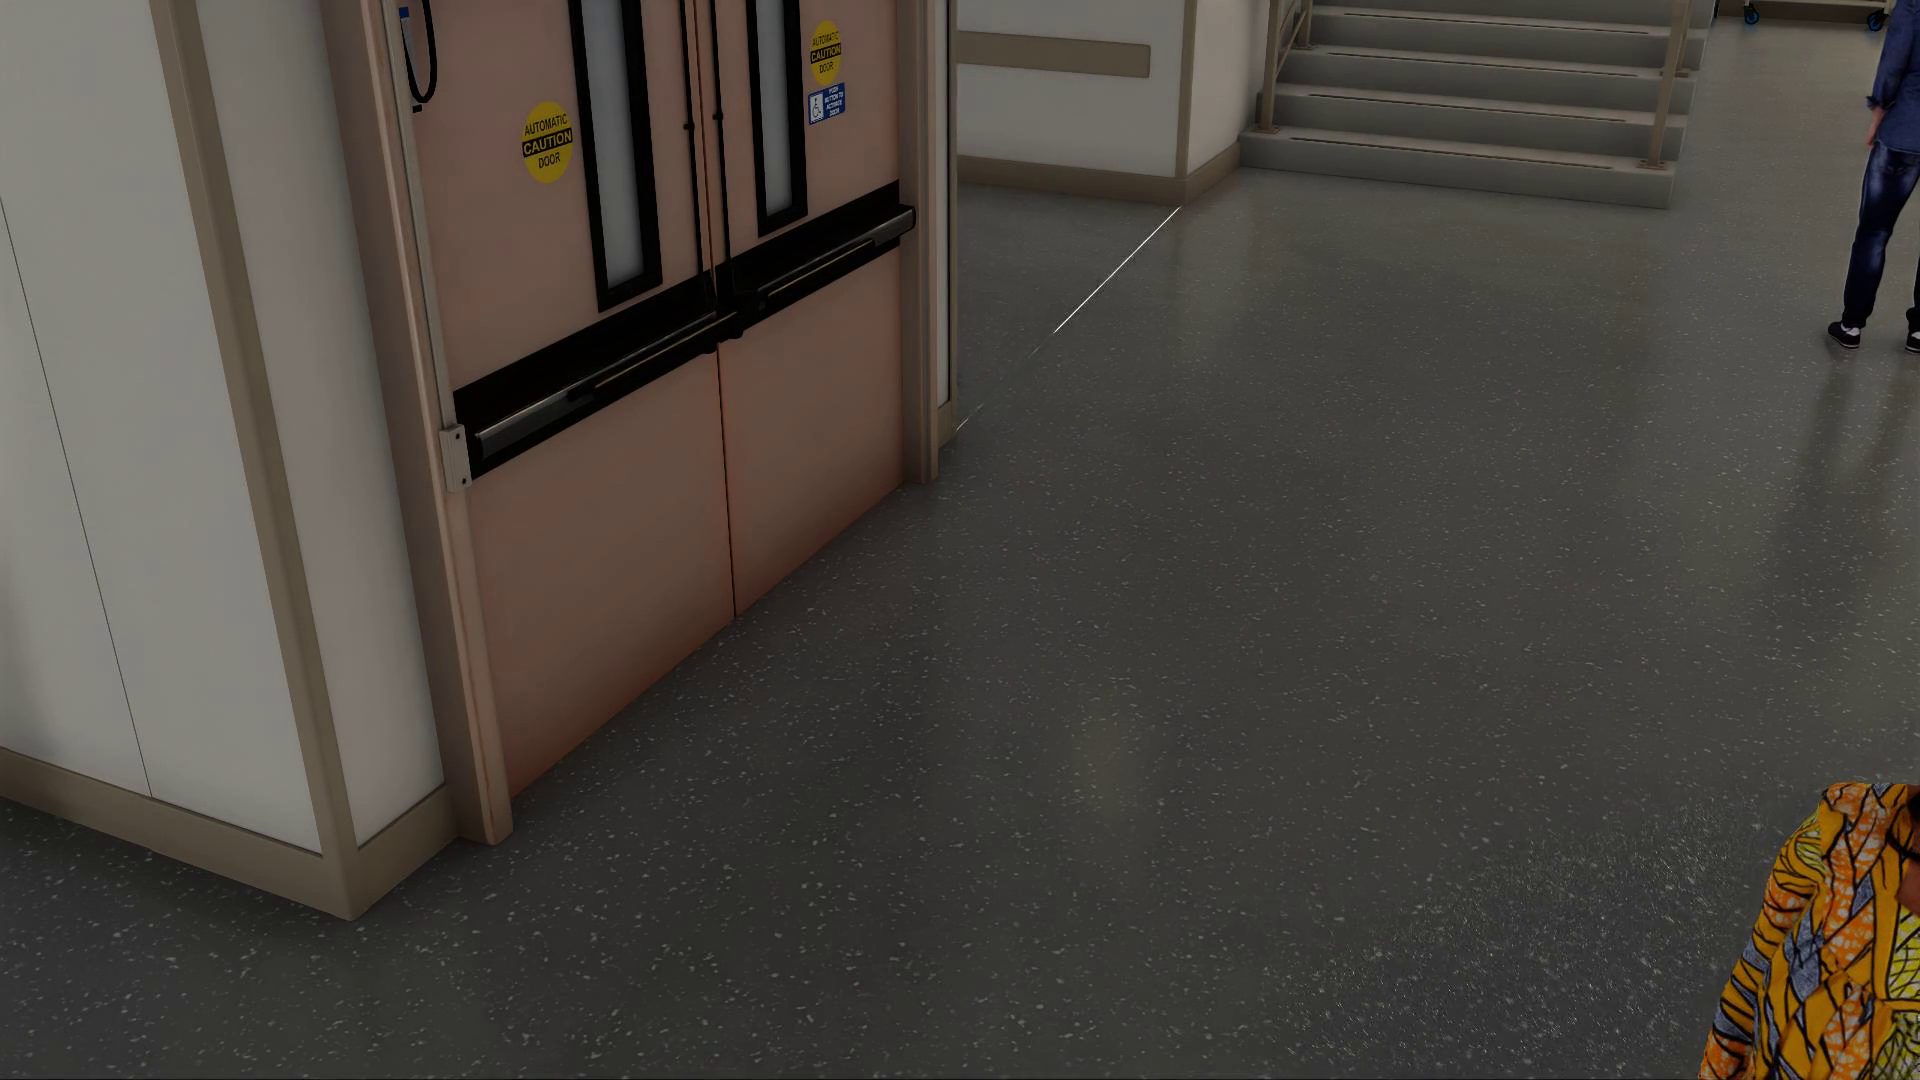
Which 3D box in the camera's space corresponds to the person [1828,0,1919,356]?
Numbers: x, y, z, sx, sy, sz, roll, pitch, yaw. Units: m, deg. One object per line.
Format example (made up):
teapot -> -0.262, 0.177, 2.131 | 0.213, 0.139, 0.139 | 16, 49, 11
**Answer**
person -> 4.157, -1.706, 7.139 | 0.734, 1.826, 0.617 | 8, 27, 16
